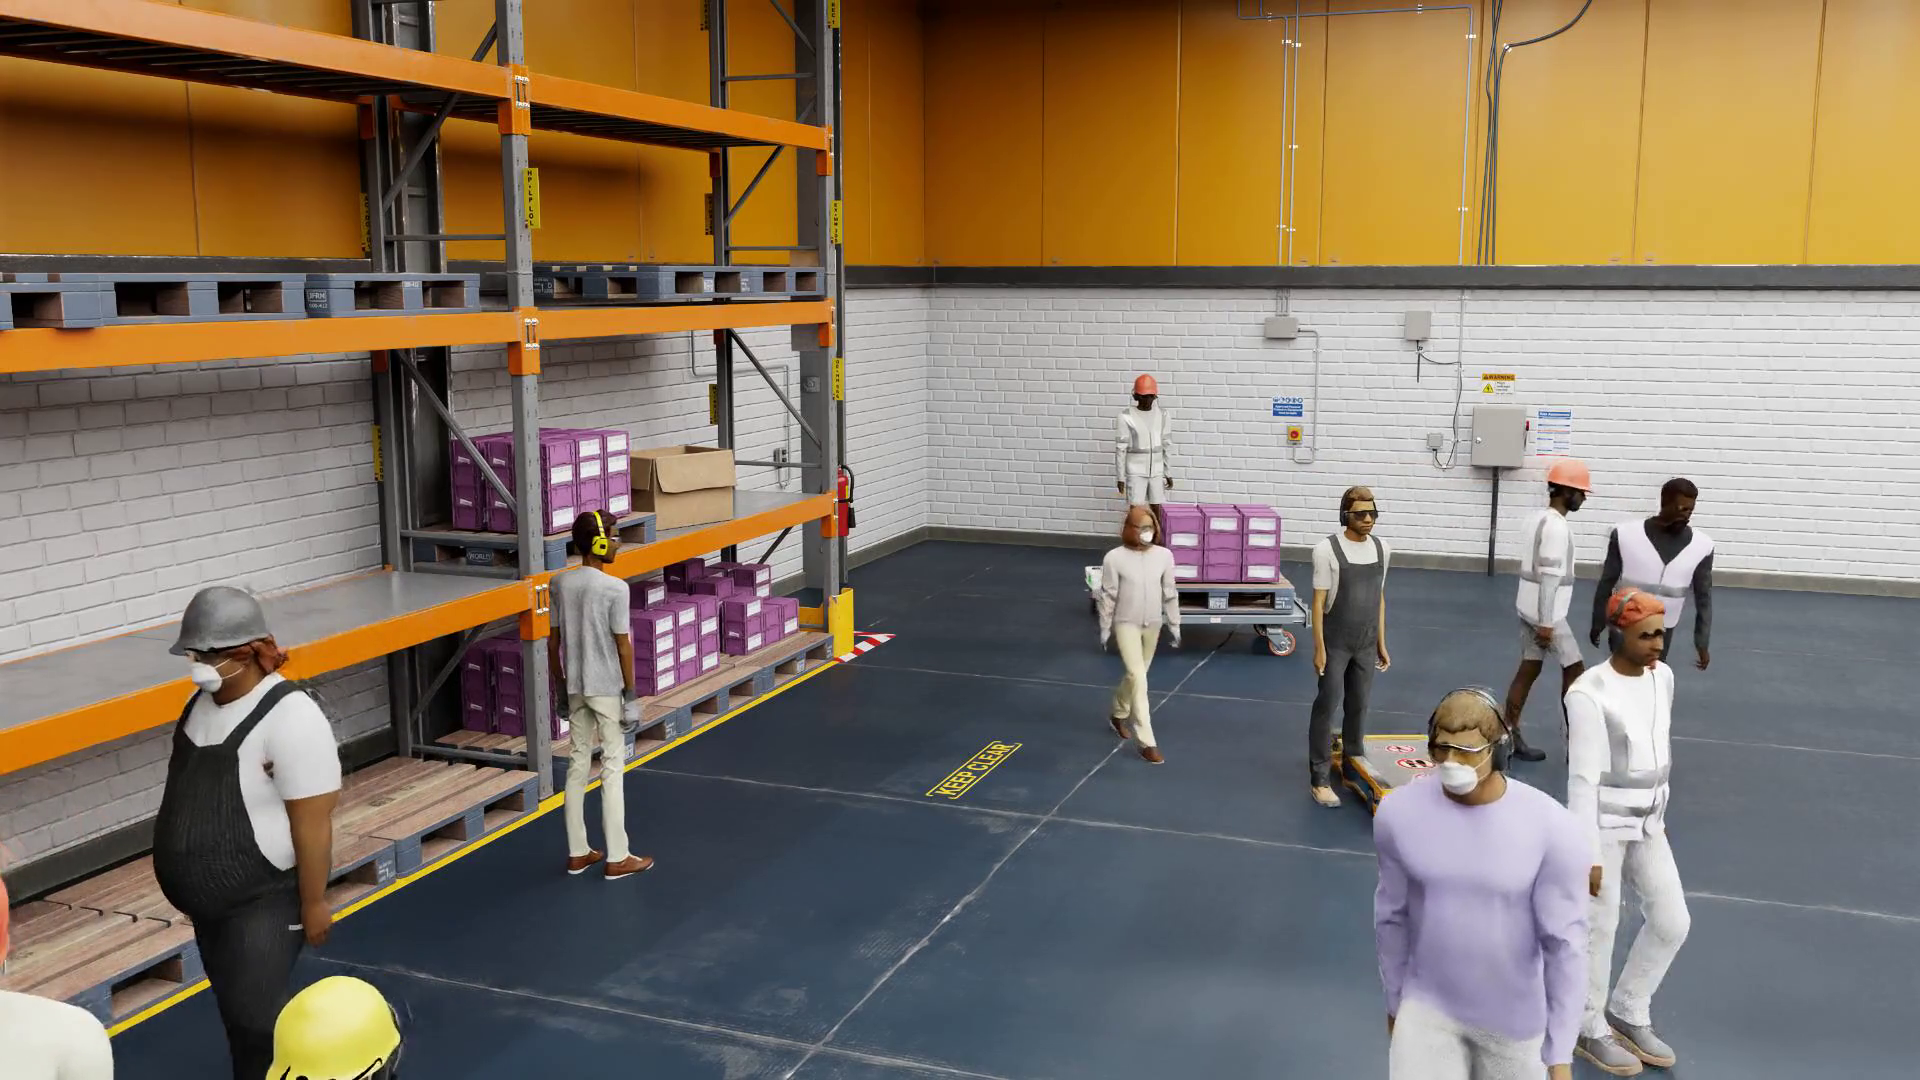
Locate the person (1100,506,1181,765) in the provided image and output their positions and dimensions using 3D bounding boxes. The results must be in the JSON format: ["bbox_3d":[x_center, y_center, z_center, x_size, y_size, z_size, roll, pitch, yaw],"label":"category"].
[{"bbox_3d":[1.134,0.557,10.620,0.511,1.593,0.839,-4,10,-23],"label":"person"}]

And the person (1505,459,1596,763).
[{"bbox_3d":[3.753,0.453,10.315,0.842,1.895,0.570,1,9,7],"label":"person"}]

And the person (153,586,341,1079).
[{"bbox_3d":[-2.413,1.130,5.619,0.693,2.000,0.566,7,11,38],"label":"person"}]

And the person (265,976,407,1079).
[{"bbox_3d":[-1.155,1.675,3.110,0.548,1.742,0.693,2,9,13],"label":"person"}]

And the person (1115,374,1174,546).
[{"bbox_3d":[1.908,-0.695,17.140,0.631,2.026,0.409,-3,10,-18],"label":"person"}]

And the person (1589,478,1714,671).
[{"bbox_3d":[4.132,0.542,9.908,0.604,1.847,0.929,0,9,2],"label":"person"}]

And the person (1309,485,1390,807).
[{"bbox_3d":[2.241,0.602,9.547,0.505,1.847,0.348,-4,10,-22],"label":"person"}]

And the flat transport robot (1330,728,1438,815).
[{"bbox_3d":[2.619,1.368,9.667,0.652,0.197,1.431,0,9,-1],"label":"flat transport robot"}]

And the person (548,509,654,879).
[{"bbox_3d":[-1.837,0.776,8.397,0.513,1.865,0.329,4,10,26],"label":"person"}]

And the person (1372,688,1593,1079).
[{"bbox_3d":[1.488,1.337,4.792,0.635,1.905,0.989,6,11,31],"label":"person"}]

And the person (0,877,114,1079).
[{"bbox_3d":[-2.046,1.551,3.379,0.643,1.920,1.075,0,9,-1],"label":"person"}]

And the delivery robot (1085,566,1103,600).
[{"bbox_3d":[1.469,0.357,14.830,0.707,0.478,0.477,0,9,1],"label":"delivery robot"}]

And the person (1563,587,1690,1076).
[{"bbox_3d":[2.525,1.110,6.246,0.616,1.876,0.499,-6,11,-32],"label":"person"}]
